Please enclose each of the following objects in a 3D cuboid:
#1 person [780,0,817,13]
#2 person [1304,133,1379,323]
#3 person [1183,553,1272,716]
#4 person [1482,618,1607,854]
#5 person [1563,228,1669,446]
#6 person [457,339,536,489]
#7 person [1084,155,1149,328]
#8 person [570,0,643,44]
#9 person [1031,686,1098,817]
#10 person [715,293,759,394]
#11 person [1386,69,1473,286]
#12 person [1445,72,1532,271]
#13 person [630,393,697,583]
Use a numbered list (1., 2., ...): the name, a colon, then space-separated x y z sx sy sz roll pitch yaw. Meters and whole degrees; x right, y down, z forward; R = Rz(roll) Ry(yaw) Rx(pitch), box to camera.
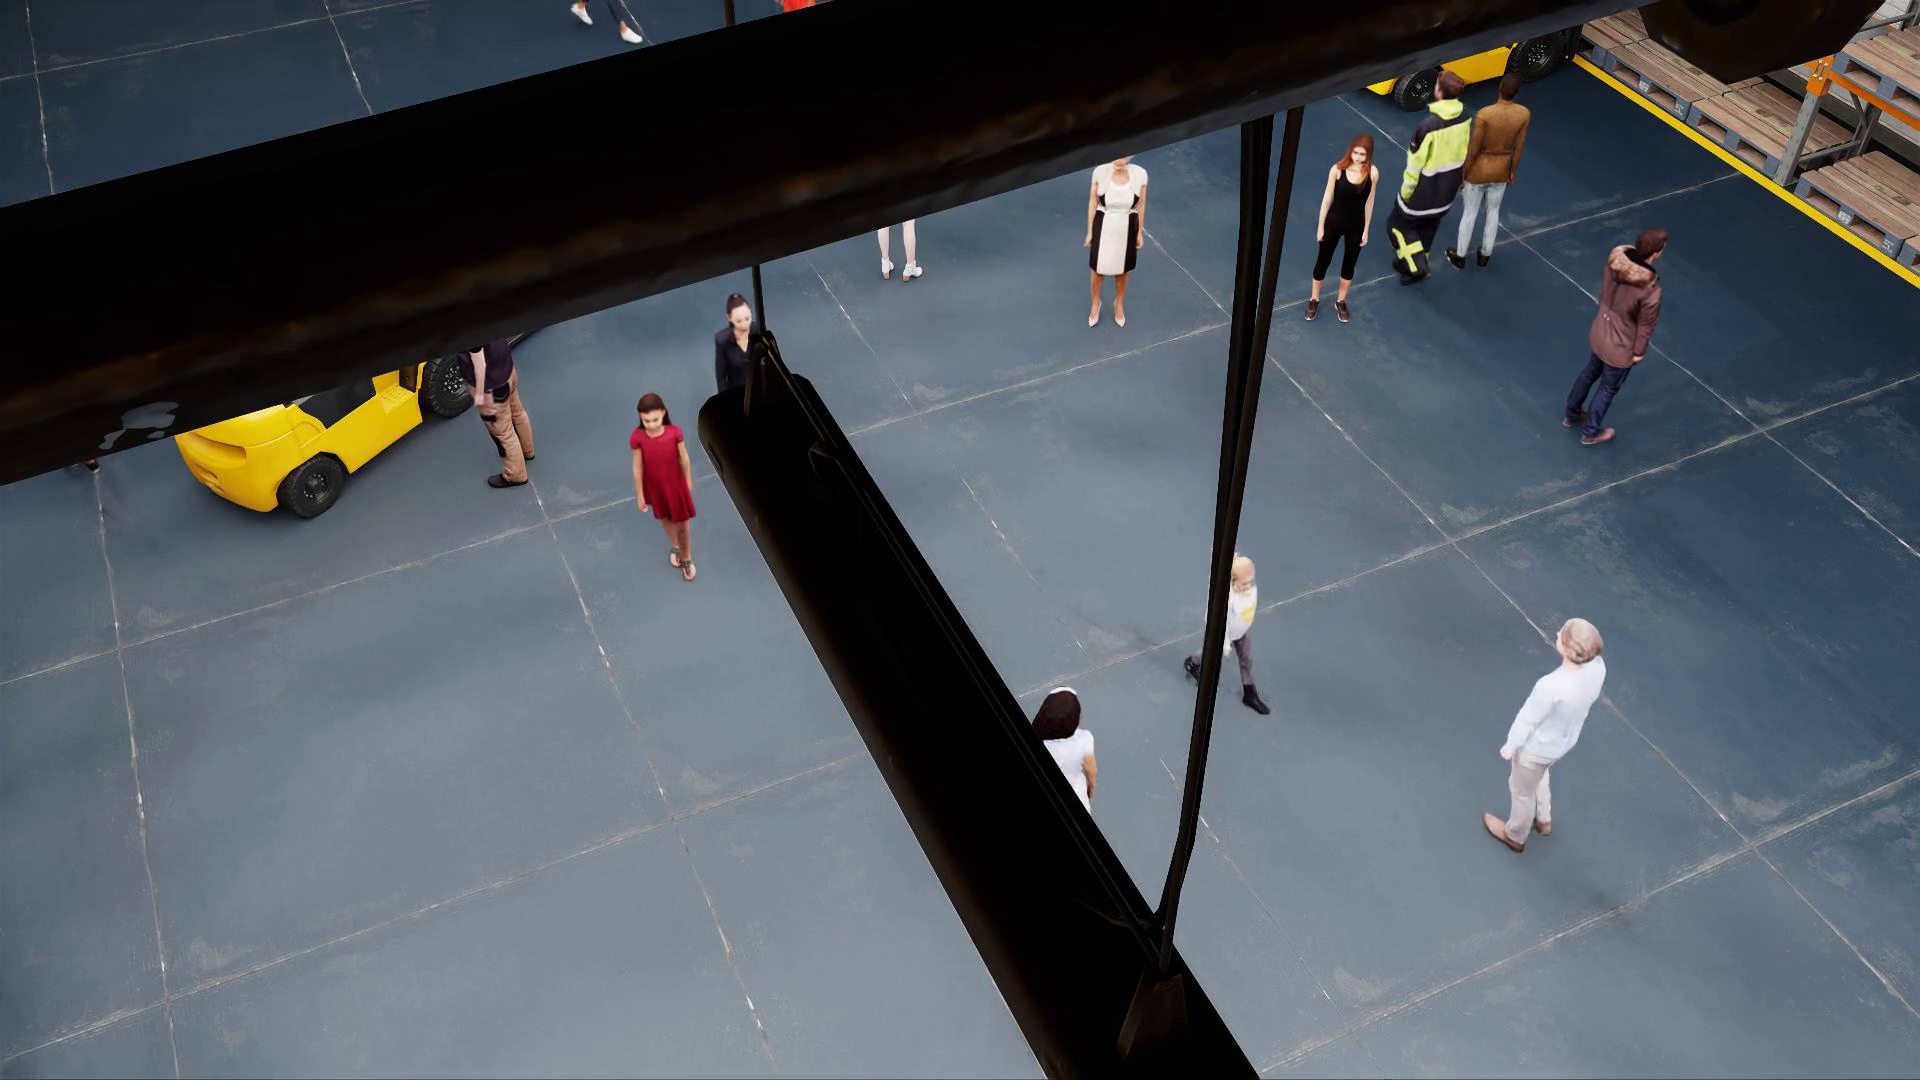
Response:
1. person: -1.593 -5.354 16.531 0.702 1.789 0.576 -33 53 -30
2. person: 3.162 -2.584 13.672 0.649 1.722 0.668 5 44 5
3. person: 1.692 0.546 10.730 0.665 1.248 0.963 -33 53 -30
4. person: 3.449 1.195 9.587 0.725 1.886 0.717 -26 49 -25
5. person: 4.925 -1.528 12.476 0.850 1.843 0.663 -10 45 -11
6. person: -3.402 -1.198 12.131 0.830 1.842 0.701 2 44 2
7. person: 1.268 -2.527 13.590 0.703 1.752 0.696 3 44 4
8. person: -3.823 -6.082 17.303 1.213 1.778 1.102 17 46 17
9. person: 0.529 1.560 9.289 1.045 1.768 1.273 4 44 4
10. person: -1.573 -1.094 12.141 0.643 1.676 0.969 -15 46 -15
11. person: 3.972 -2.951 13.876 0.792 1.971 0.811 -22 48 -21
12. person: 4.511 -3.140 14.188 0.707 1.815 0.676 -1 44 -1
13. person: -2.057 -0.446 11.563 0.634 1.536 0.727 -6 44 -6
